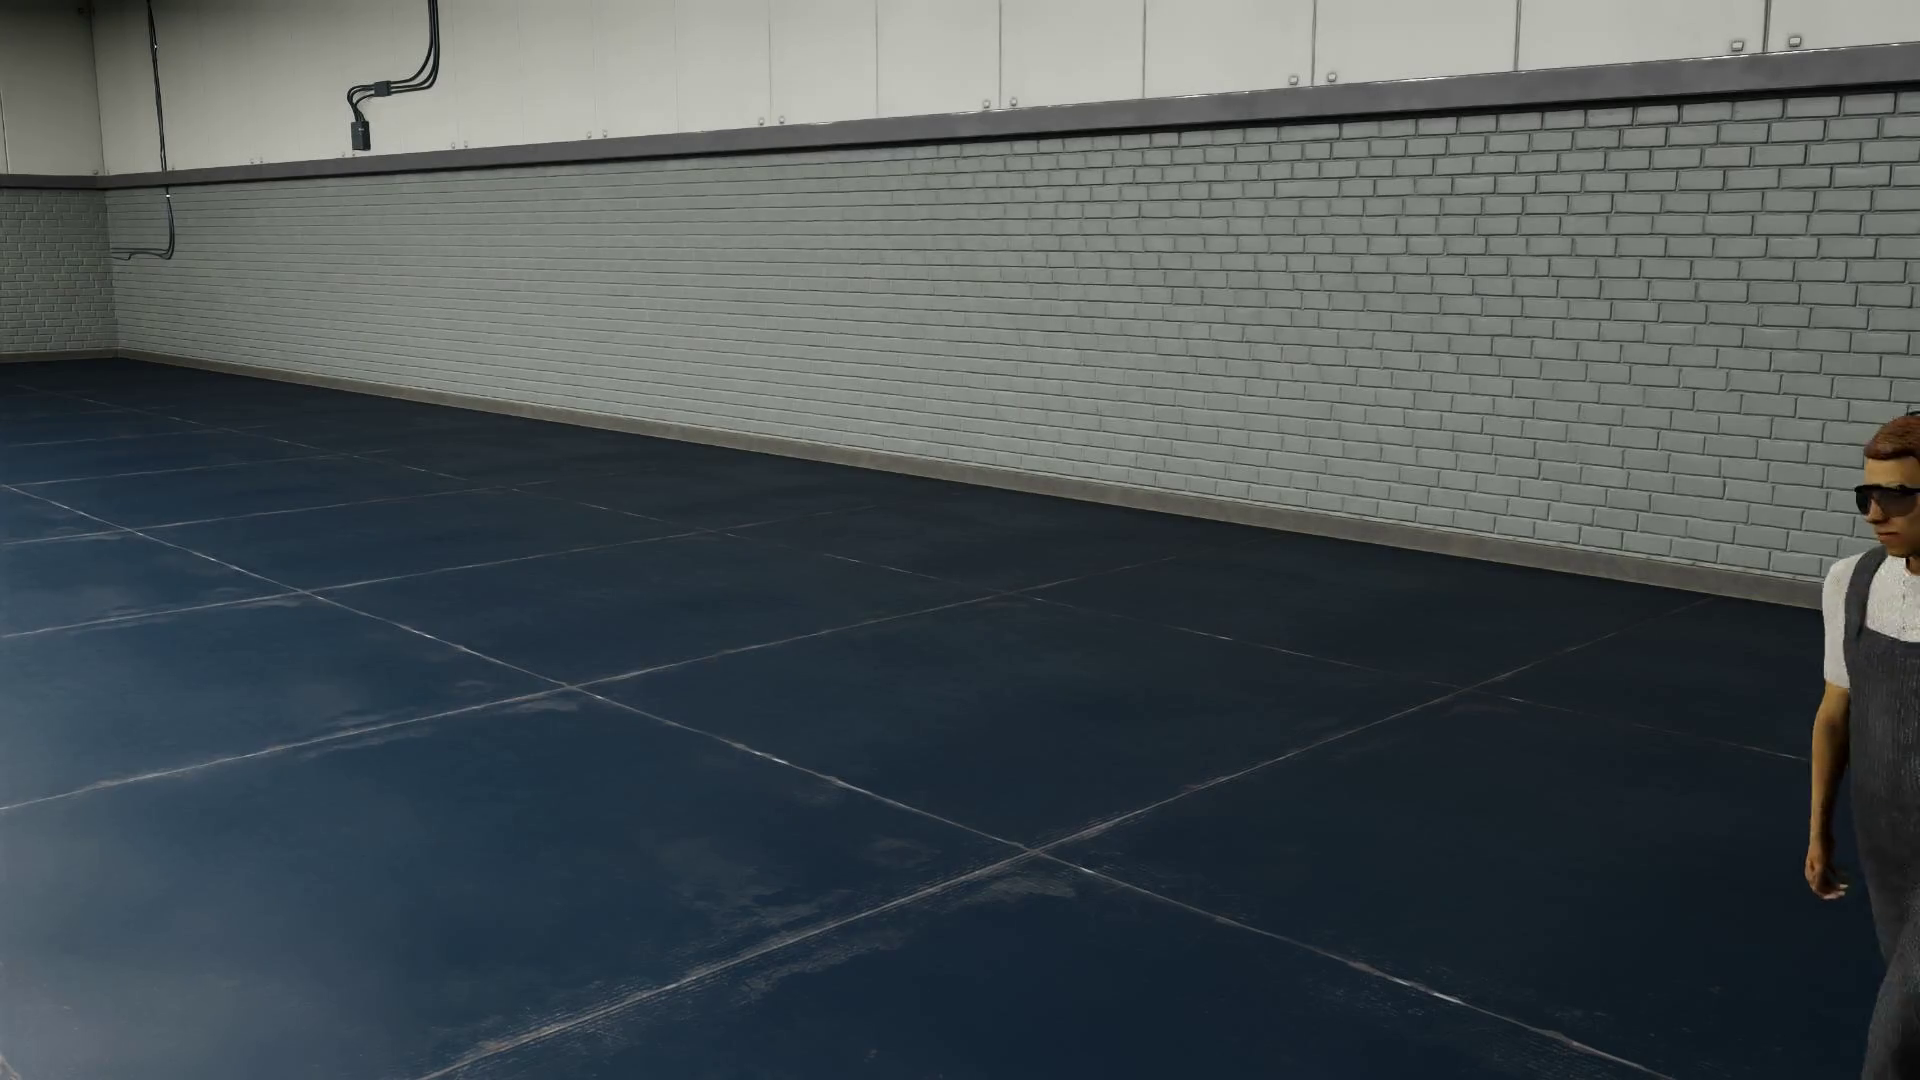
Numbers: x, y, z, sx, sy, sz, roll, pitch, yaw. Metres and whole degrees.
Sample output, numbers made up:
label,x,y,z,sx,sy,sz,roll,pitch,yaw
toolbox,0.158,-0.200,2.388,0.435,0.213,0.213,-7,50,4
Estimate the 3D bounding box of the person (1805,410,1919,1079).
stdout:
label,x,y,z,sx,sy,sz,roll,pitch,yaw
person,2.014,0.624,3.336,0.928,1.799,0.571,-4,11,-22
